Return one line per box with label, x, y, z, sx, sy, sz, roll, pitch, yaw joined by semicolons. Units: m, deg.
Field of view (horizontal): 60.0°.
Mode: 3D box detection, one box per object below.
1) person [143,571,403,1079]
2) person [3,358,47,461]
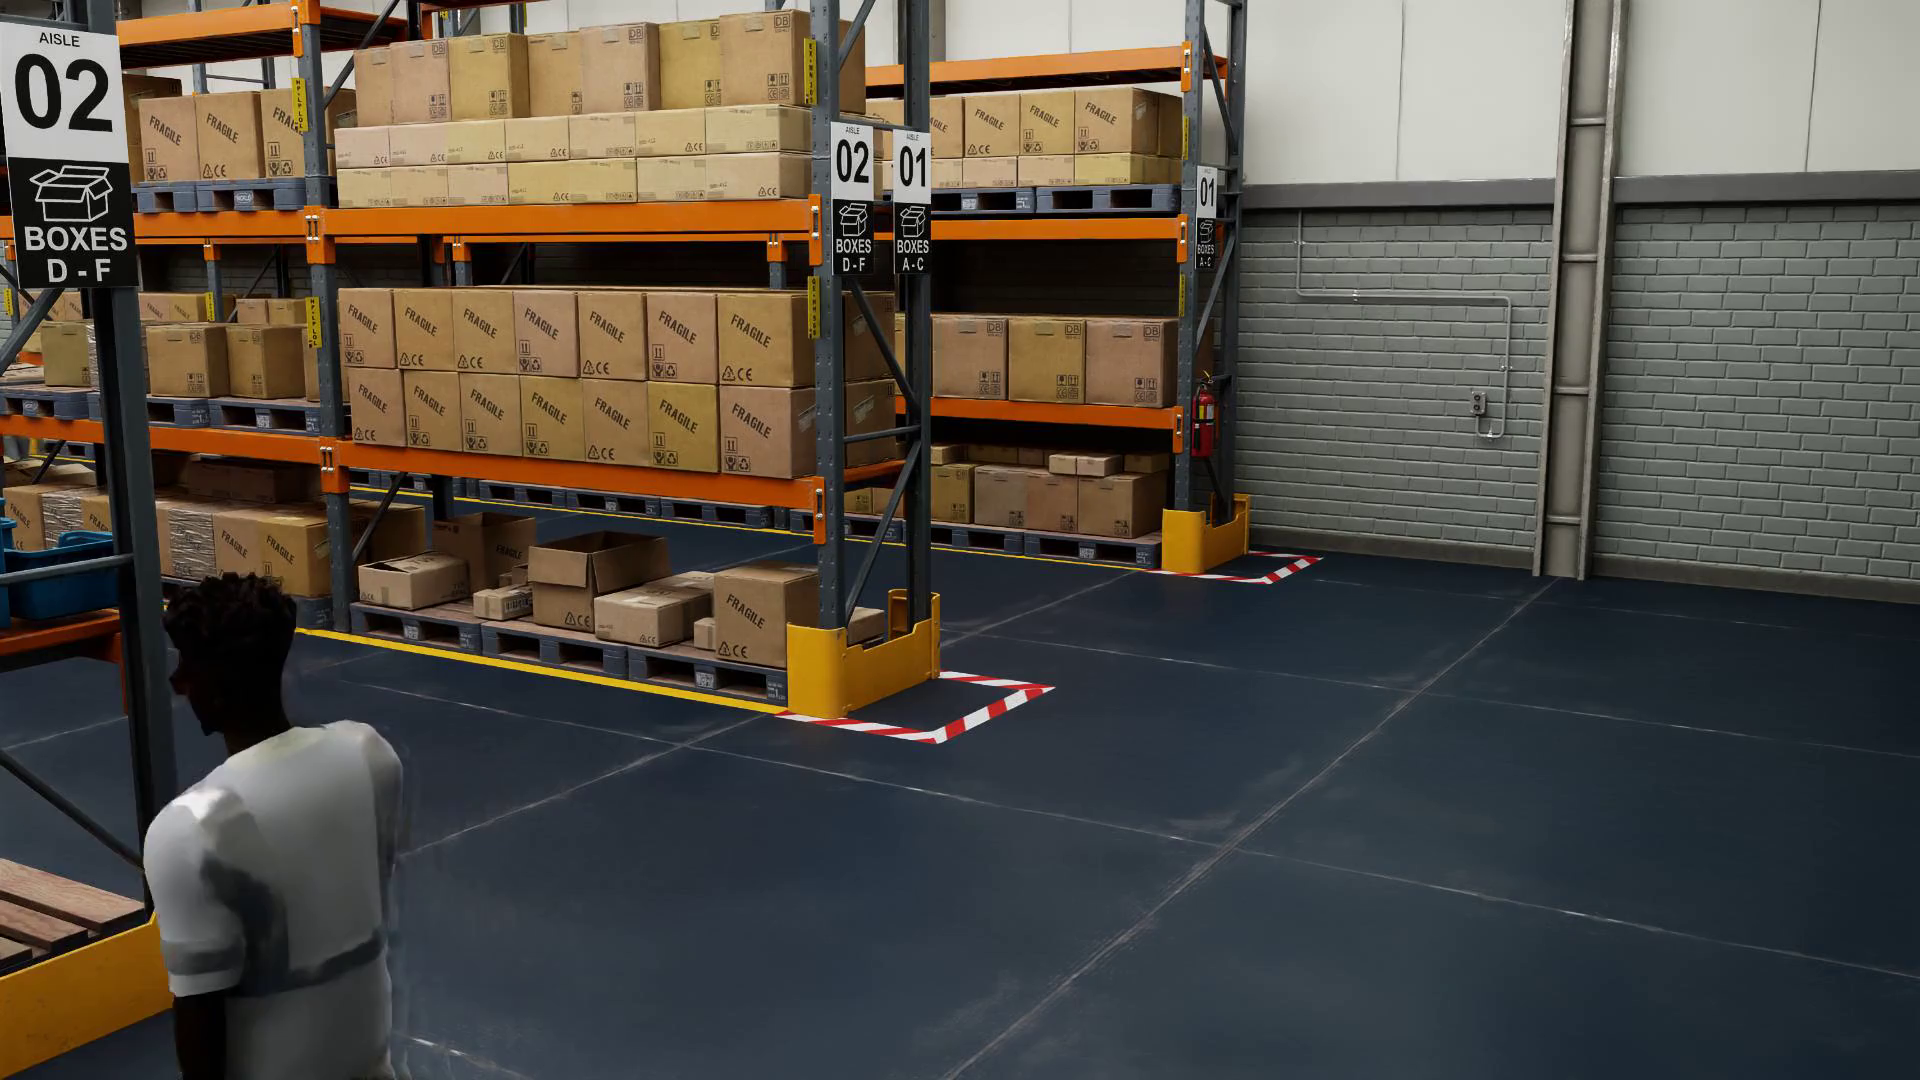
person;-1.277;1.013;3.318;0.832;1.939;0.616;5;11;26
person;-9.058;-0.966;15.903;0.842;1.596;0.515;6;11;31
